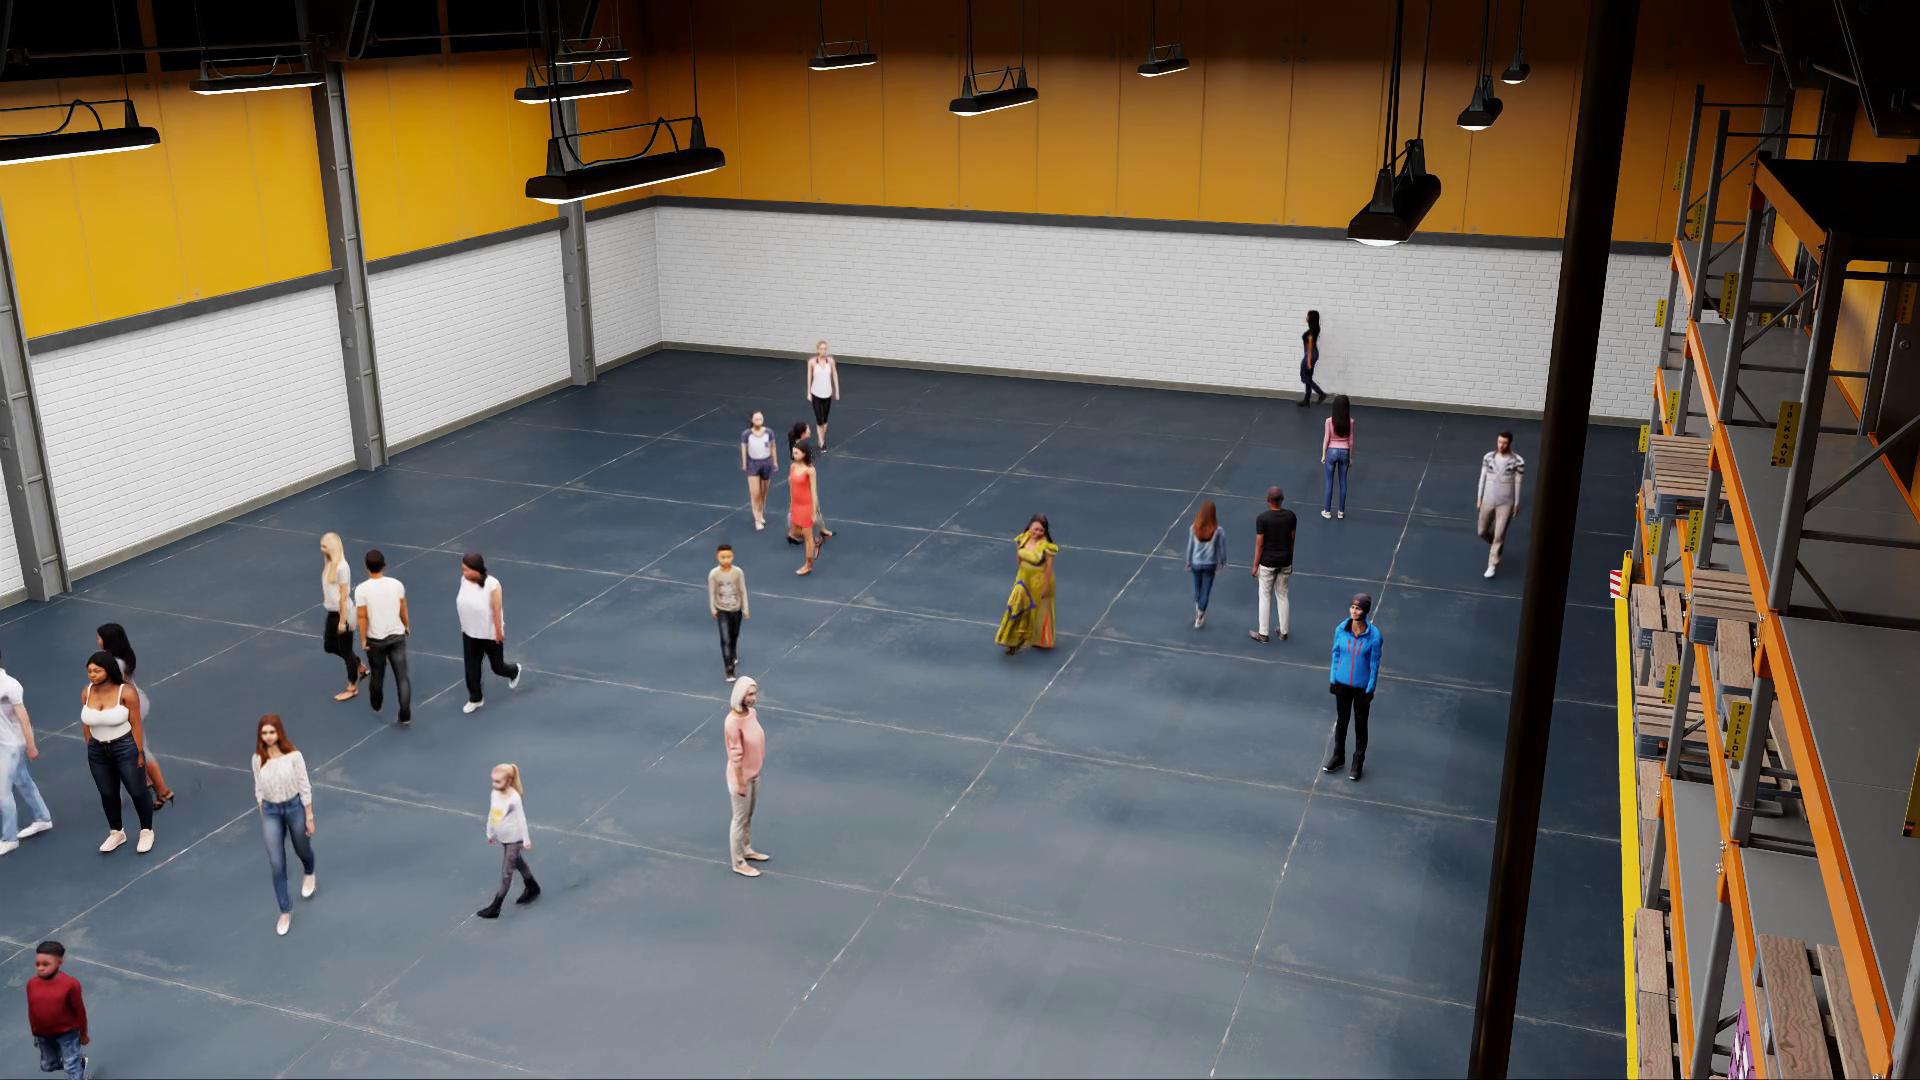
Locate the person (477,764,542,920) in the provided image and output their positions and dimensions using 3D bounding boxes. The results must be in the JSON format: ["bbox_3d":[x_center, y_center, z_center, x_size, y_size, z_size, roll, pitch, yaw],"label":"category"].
[{"bbox_3d":[-3.536,2.357,13.282,0.697,1.255,0.931,15,24,37],"label":"person"}]

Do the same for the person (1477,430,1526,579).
[{"bbox_3d":[6.769,-0.491,20.827,0.852,1.837,1.043,13,22,33],"label":"person"}]

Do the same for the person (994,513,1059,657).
[{"bbox_3d":[0.863,0.461,18.338,0.894,1.619,1.247,12,22,31],"label":"person"}]

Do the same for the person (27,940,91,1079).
[{"bbox_3d":[-5.878,3.165,10.892,0.627,1.247,0.764,0,19,1],"label":"person"}]

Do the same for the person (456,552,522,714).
[{"bbox_3d":[-4.827,0.906,16.947,0.711,1.666,0.966,9,21,25],"label":"person"}]

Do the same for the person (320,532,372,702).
[{"bbox_3d":[-6.277,0.764,17.141,0.802,1.810,0.744,-17,25,-41],"label":"person"}]

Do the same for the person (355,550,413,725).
[{"bbox_3d":[-5.684,0.983,16.527,1.011,1.788,1.050,-11,22,-30],"label":"person"}]

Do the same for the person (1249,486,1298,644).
[{"bbox_3d":[3.518,0.273,18.610,0.762,1.803,0.798,-6,19,-16],"label":"person"}]

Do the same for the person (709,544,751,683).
[{"bbox_3d":[-2.485,0.721,17.840,0.940,1.446,1.068,-6,20,-18],"label":"person"}]

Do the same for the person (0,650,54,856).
[{"bbox_3d":[-8.084,1.721,14.274,0.785,1.827,0.950,13,22,33],"label":"person"}]

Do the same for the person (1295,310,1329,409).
[{"bbox_3d":[6.139,-3.102,28.755,0.718,1.725,0.805,11,21,29],"label":"person"}]

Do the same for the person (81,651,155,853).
[{"bbox_3d":[-7.158,1.785,14.112,0.717,1.809,0.714,0,19,0],"label":"person"}]

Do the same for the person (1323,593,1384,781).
[{"bbox_3d":[3.662,1.341,15.449,0.673,1.797,0.622,13,23,34],"label":"person"}]

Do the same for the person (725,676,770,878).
[{"bbox_3d":[-1.796,1.931,13.811,0.680,1.724,0.488,4,19,13],"label":"person"}]

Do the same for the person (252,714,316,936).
[{"bbox_3d":[-5.320,2.144,13.193,0.909,1.715,1.087,-3,19,-10],"label":"person"}]

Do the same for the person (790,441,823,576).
[{"bbox_3d":[-1.898,-0.423,20.819,0.720,1.712,0.867,12,22,33],"label":"person"}]

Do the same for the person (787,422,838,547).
[{"bbox_3d":[-2.151,-0.704,21.744,1.039,1.654,0.923,-13,23,-34],"label":"person"}]

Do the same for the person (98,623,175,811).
[{"bbox_3d":[-7.325,1.565,14.861,0.866,1.747,0.812,-9,21,-25],"label":"person"}]

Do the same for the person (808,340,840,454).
[{"bbox_3d":[-2.181,-2.281,26.268,0.960,1.755,1.087,-5,19,-13],"label":"person"}]

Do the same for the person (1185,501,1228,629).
[{"bbox_3d":[2.785,0.304,19.059,0.580,1.458,0.837,6,20,17],"label":"person"}]

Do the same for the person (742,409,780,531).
[{"bbox_3d":[-2.759,-0.989,22.635,0.894,1.626,0.965,-8,20,-23],"label":"person"}]

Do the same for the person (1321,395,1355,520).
[{"bbox_3d":[5.212,-1.162,22.968,0.637,1.742,0.604,1,19,2],"label":"person"}]
